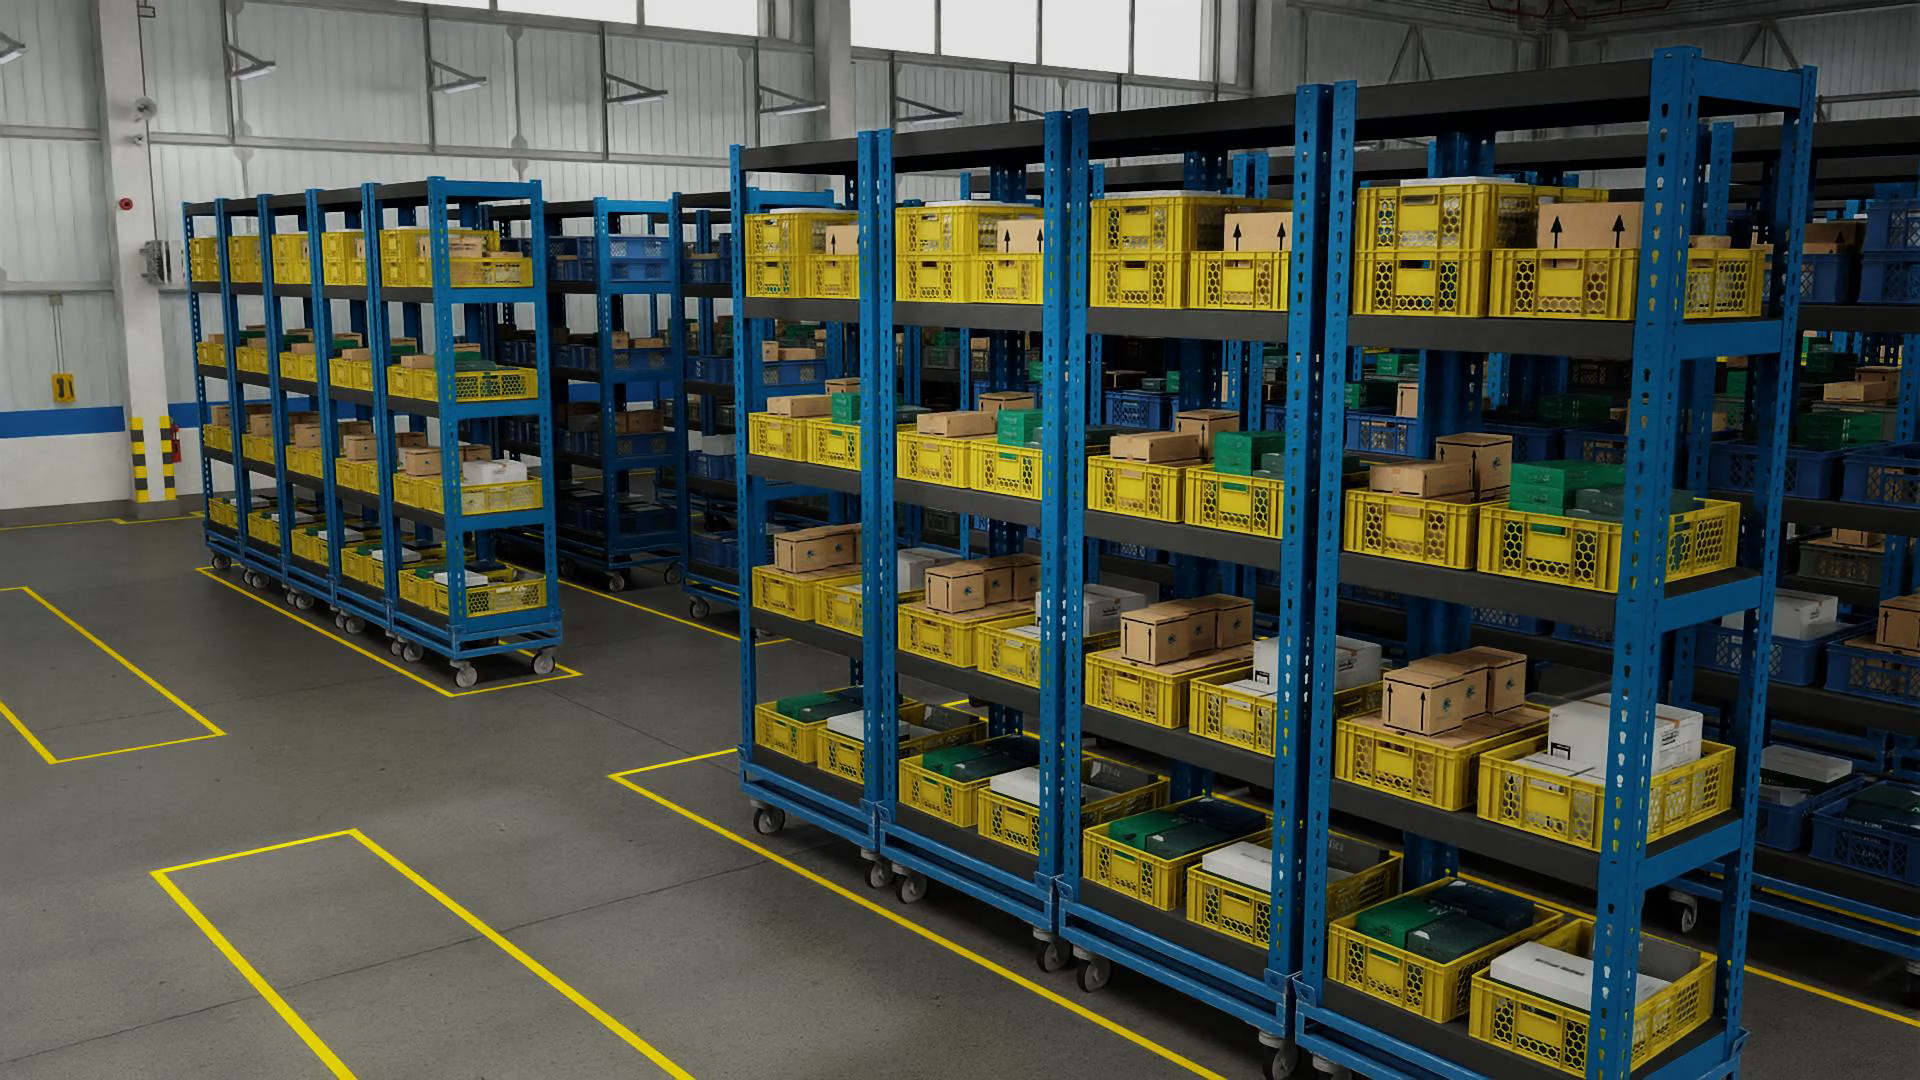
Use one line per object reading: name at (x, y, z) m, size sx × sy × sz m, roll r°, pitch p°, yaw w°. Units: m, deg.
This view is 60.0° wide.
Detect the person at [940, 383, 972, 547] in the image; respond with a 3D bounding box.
person at (0.118, -0.772, 17.405) m, size 0.581 × 1.825 × 0.733 m, roll -9°, pitch 13°, yaw -43°
